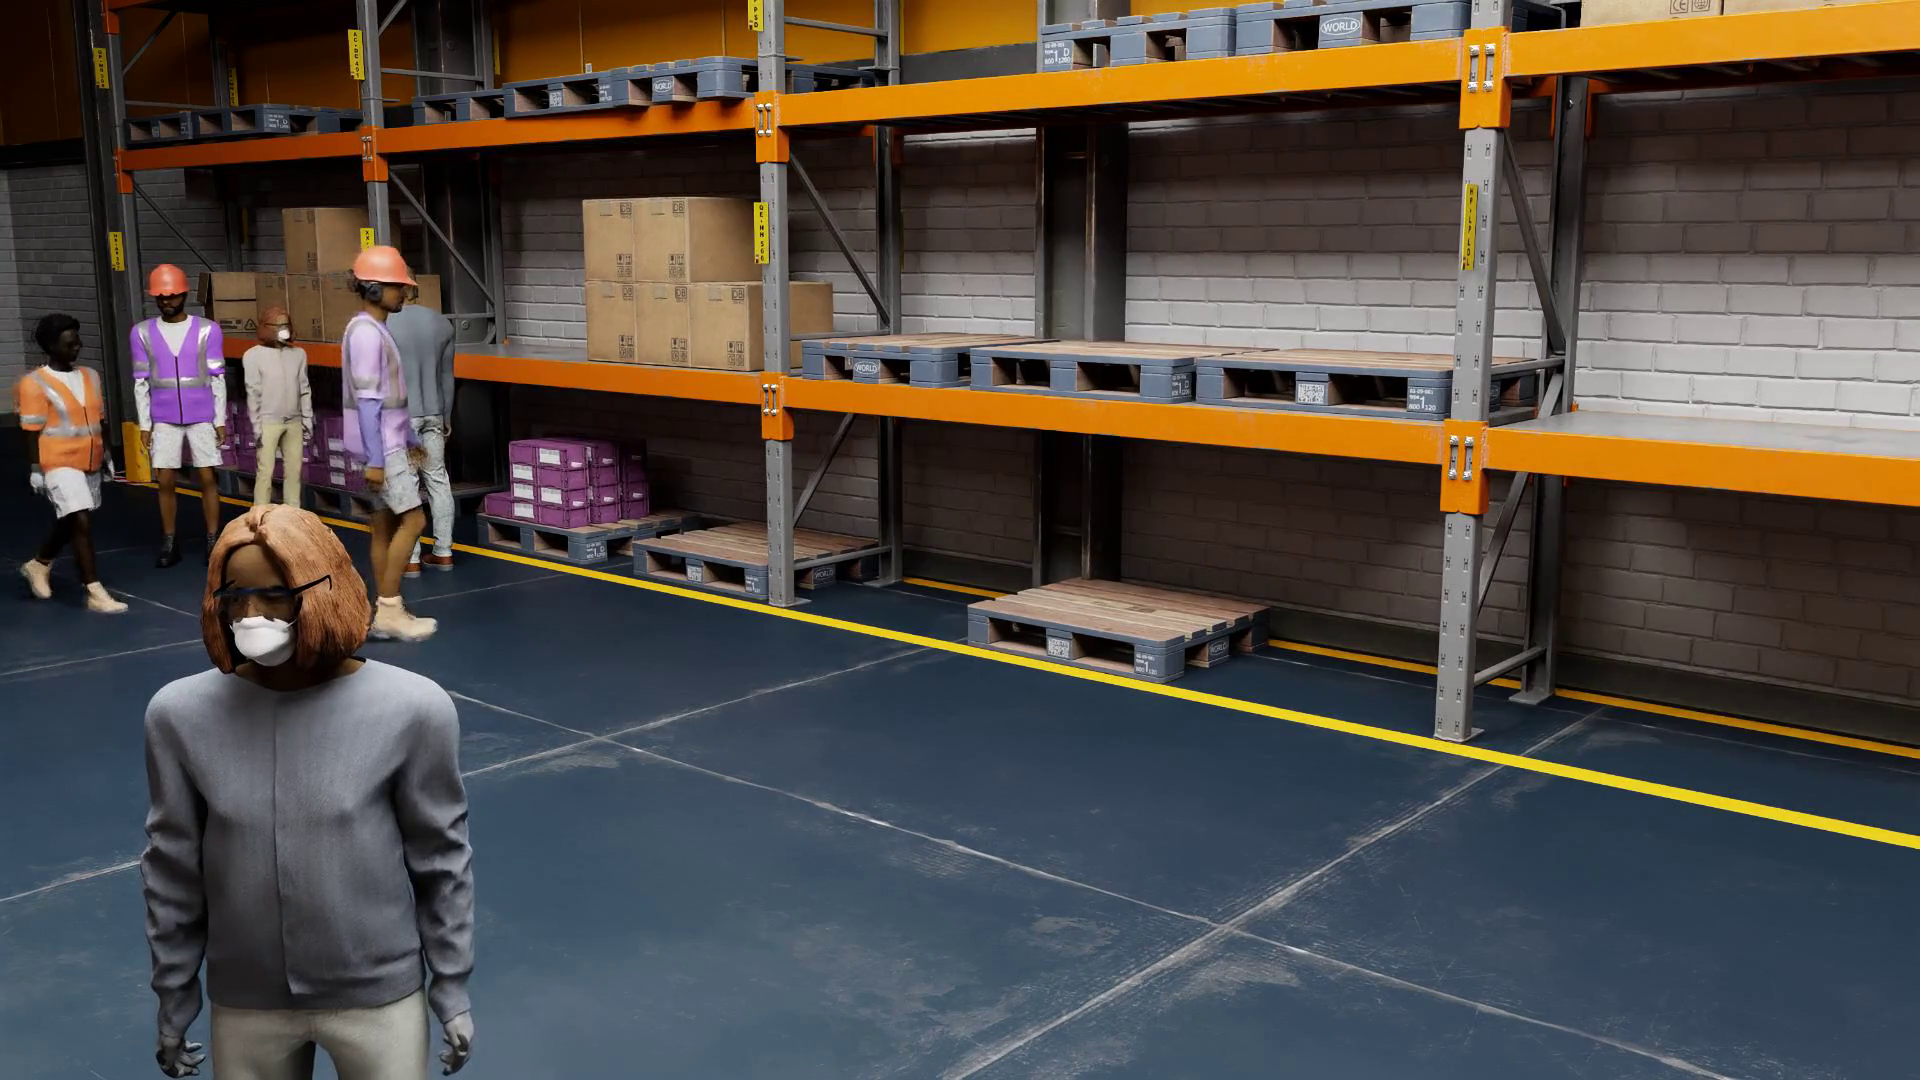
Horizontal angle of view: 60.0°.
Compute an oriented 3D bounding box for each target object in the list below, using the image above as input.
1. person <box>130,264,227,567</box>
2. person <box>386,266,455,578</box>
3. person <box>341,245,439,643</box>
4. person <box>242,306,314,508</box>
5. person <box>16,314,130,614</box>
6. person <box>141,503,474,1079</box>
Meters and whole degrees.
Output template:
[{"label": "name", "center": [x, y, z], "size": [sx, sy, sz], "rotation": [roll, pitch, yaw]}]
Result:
[{"label": "person", "center": [-4.925, -0.774, 10.541], "size": [0.545, 1.926, 0.394], "rotation": [-3, 10, -17]}, {"label": "person", "center": [-3.393, -0.734, 10.269], "size": [0.373, 1.935, 0.628], "rotation": [7, 12, 34]}, {"label": "person", "center": [-2.936, -0.486, 8.570], "size": [0.450, 2.033, 0.628], "rotation": [-4, 11, -21]}, {"label": "person", "center": [-4.694, -0.796, 11.498], "size": [0.285, 1.627, 0.493], "rotation": [6, 12, 32]}, {"label": "person", "center": [-5.027, -0.431, 9.295], "size": [0.780, 1.674, 0.542], "rotation": [3, 10, 15]}, {"label": "person", "center": [-1.041, 0.747, 2.688], "size": [0.508, 1.632, 0.265], "rotation": [-1, 10, -4]}]
